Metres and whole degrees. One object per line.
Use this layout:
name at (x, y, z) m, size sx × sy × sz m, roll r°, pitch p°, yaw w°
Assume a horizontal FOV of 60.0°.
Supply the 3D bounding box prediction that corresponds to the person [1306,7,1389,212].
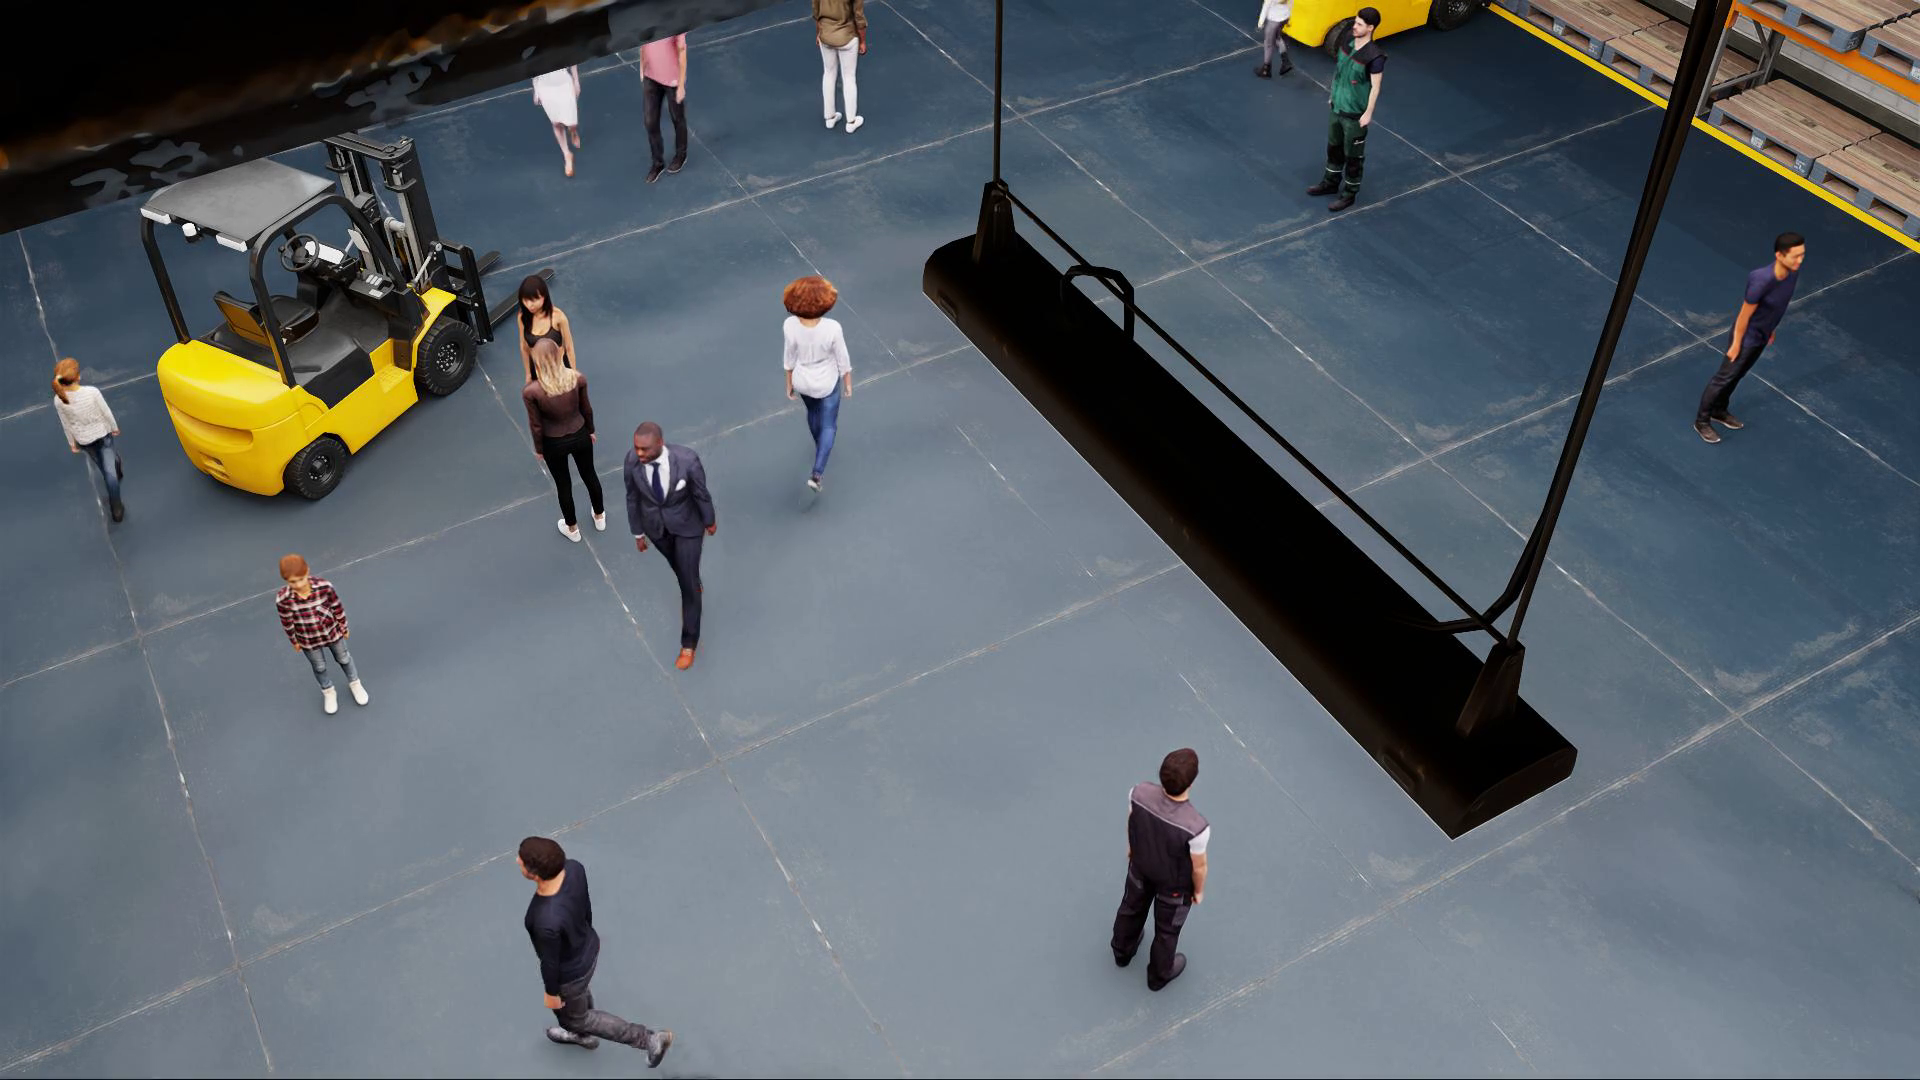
person at (3.492, -3.855, 14.804) m, size 0.724 × 1.900 × 0.505 m, roll -20°, pitch 47°, yaw -20°

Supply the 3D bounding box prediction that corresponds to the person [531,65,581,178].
person at (-3.692, -4.185, 15.234) m, size 0.740 × 1.784 × 0.840 m, roll -1°, pitch 44°, yaw -1°

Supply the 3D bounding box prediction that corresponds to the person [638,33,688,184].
person at (-2.640, -4.255, 15.203) m, size 0.928 × 1.929 × 0.987 m, roll 13°, pitch 45°, yaw 14°

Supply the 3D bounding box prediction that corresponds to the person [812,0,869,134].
person at (-1.162, -4.761, 15.816) m, size 0.771 × 1.816 × 0.842 m, roll 12°, pitch 45°, yaw 12°

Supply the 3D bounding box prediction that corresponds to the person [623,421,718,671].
person at (-1.883, -0.126, 10.980) m, size 1.132 × 1.777 × 1.269 m, roll 3°, pitch 44°, yaw 3°

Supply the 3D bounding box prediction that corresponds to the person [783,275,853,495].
person at (-1.067, -1.099, 12.066) m, size 1.049 × 1.686 × 1.121 m, roll 10°, pitch 45°, yaw 11°

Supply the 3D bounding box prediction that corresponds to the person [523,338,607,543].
person at (-2.754, -0.695, 11.629) m, size 0.604 × 1.705 × 0.500 m, roll -23°, pitch 48°, yaw -23°

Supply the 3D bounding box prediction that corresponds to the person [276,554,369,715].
person at (-4.084, 0.570, 10.591) m, size 0.539 × 1.304 × 0.513 m, roll -18°, pitch 46°, yaw -18°

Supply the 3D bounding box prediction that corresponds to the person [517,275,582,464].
person at (-3.006, -1.264, 12.270) m, size 0.638 × 1.643 × 0.657 m, roll 3°, pitch 44°, yaw 3°

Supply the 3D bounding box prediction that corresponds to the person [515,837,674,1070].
person at (-1.910, 2.167, 8.517) m, size 1.047 × 1.853 × 1.050 m, roll 5°, pitch 44°, yaw 5°

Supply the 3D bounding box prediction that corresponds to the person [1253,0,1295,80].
person at (3.236, -5.215, 16.691) m, size 0.574 × 1.266 × 0.667 m, roll -32°, pitch 52°, yaw -29°

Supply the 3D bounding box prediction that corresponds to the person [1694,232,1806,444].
person at (5.923, -1.548, 12.459) m, size 0.663 × 1.793 × 0.544 m, roll -26°, pitch 49°, yaw -25°

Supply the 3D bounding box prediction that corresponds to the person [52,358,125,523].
person at (-6.209, -0.691, 11.926) m, size 0.609 × 1.290 × 0.926 m, roll -14°, pitch 45°, yaw -14°

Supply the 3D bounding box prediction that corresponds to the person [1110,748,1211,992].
person at (1.079, 1.773, 8.936) m, size 0.643 × 1.846 × 0.782 m, roll 29°, pitch 51°, yaw 27°
